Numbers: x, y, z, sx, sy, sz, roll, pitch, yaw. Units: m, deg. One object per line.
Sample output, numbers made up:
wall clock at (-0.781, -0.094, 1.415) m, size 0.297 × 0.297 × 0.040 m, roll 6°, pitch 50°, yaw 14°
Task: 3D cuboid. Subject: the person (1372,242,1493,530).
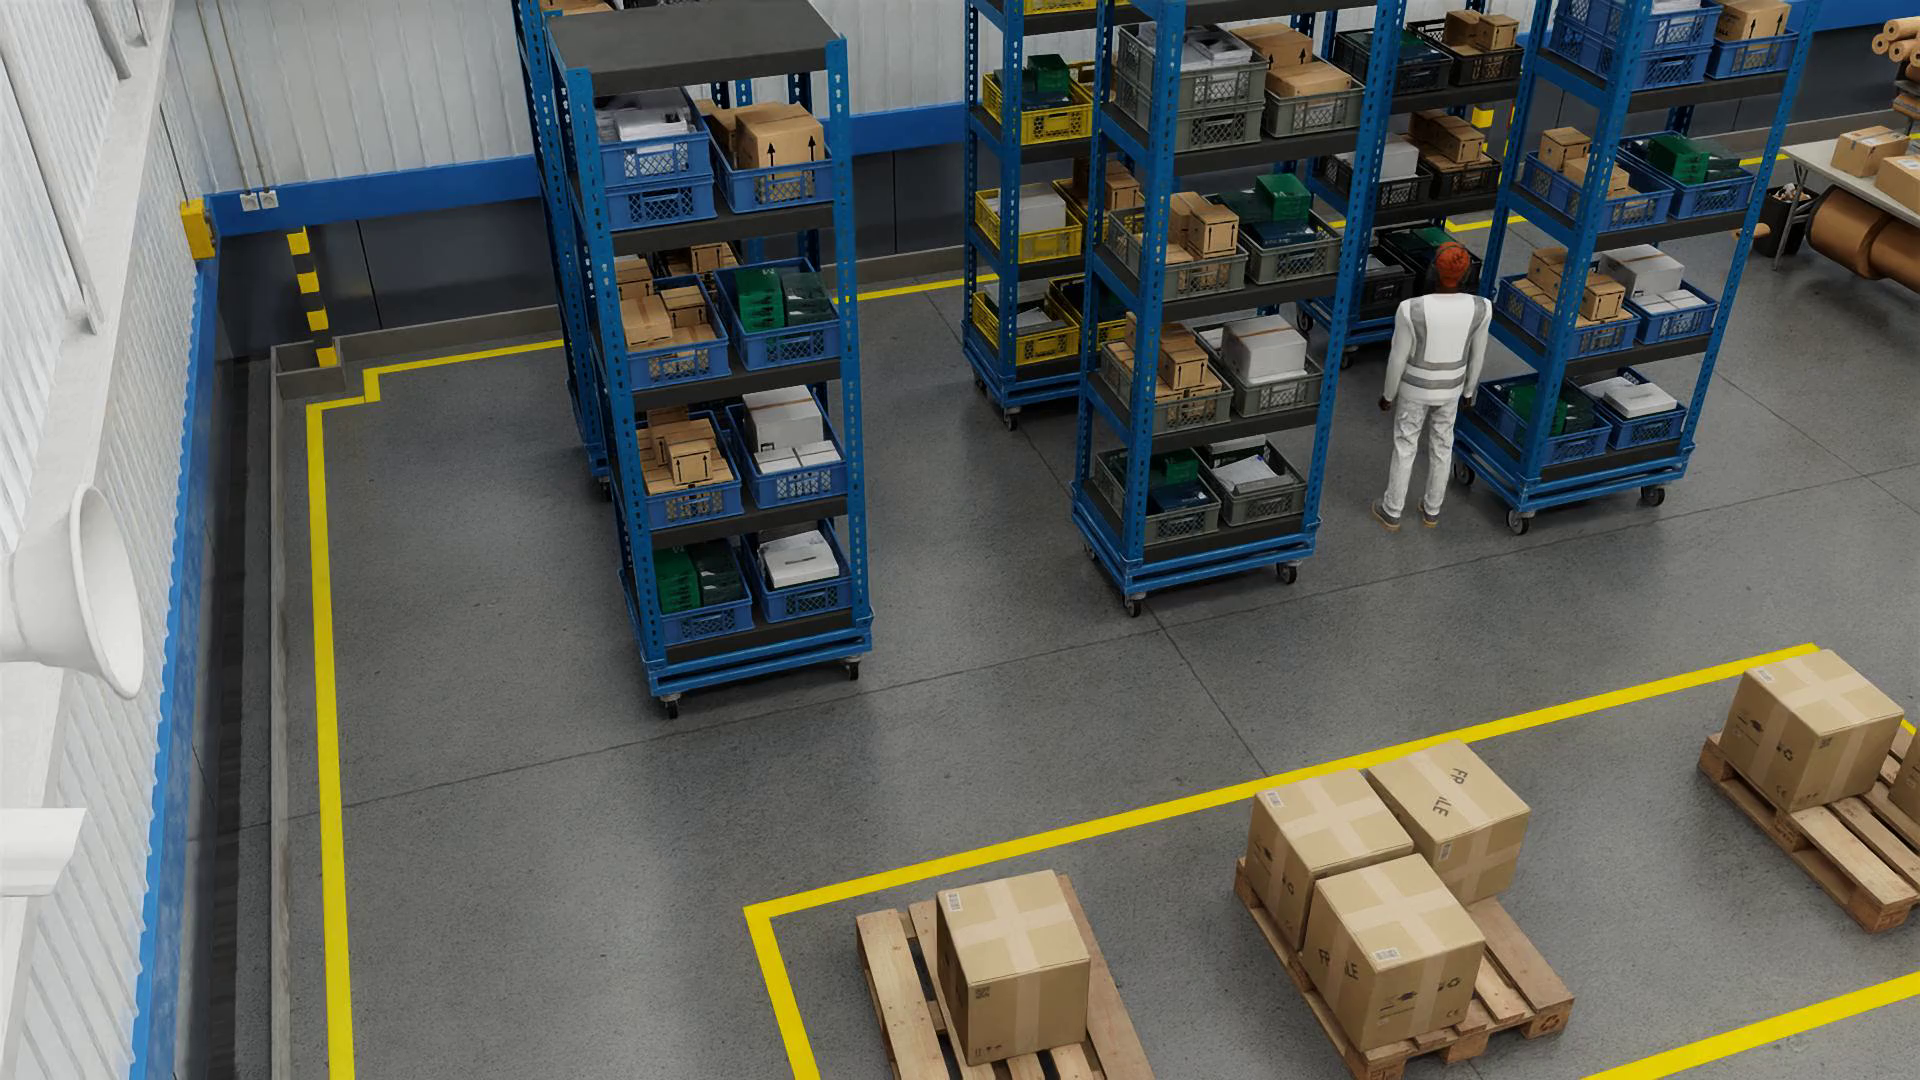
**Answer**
person at (2.798, -0.895, 9.925) m, size 0.572 × 1.882 × 0.356 m, roll -2°, pitch 35°, yaw -3°
